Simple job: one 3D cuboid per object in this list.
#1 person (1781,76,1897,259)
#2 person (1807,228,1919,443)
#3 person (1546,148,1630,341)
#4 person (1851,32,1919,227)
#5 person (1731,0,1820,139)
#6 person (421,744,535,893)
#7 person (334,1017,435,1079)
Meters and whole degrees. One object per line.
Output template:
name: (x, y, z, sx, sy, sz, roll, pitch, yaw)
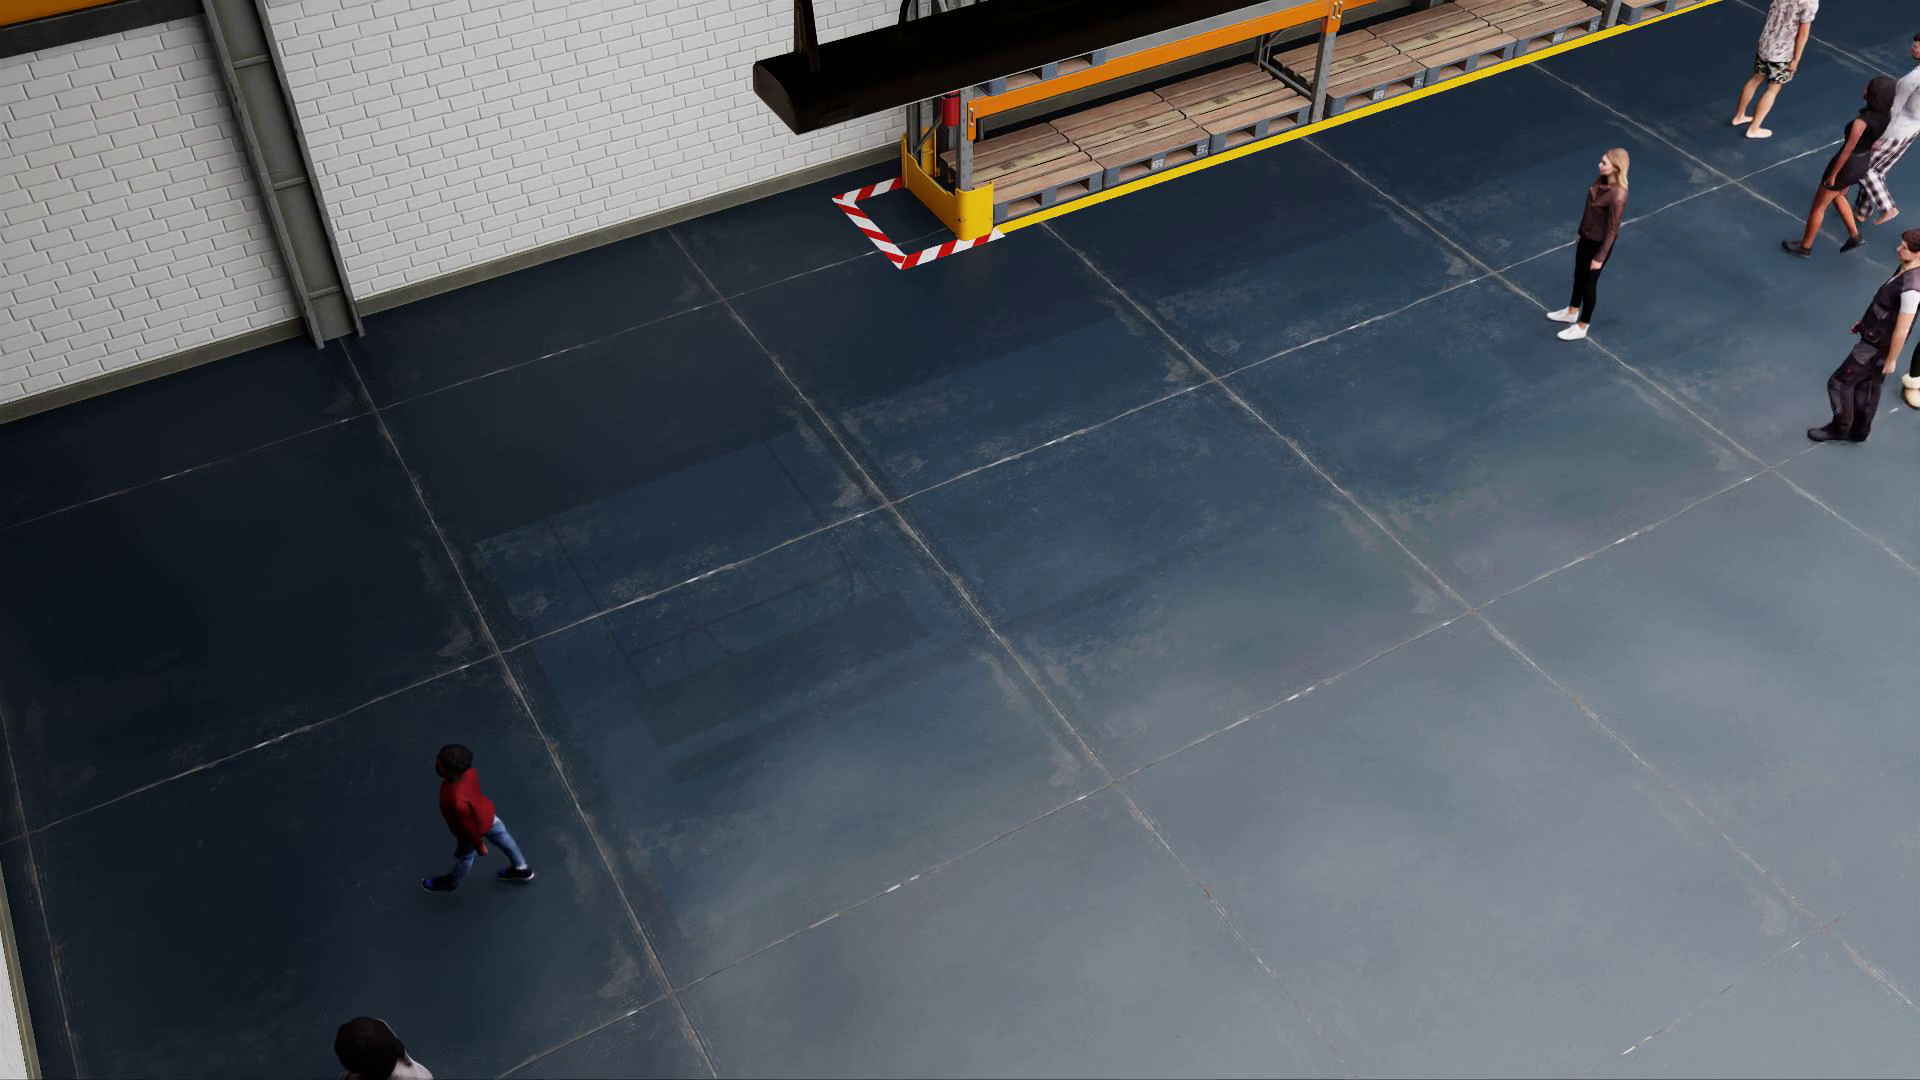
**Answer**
person: (7.578, -3.091, 14.068, 0.827, 1.725, 0.751, -30, 51, -28)
person: (6.910, -1.457, 12.278, 0.851, 1.829, 0.775, 19, 47, 19)
person: (5.097, -2.377, 13.336, 0.665, 1.703, 0.679, -1, 44, -2)
person: (8.203, -3.504, 14.426, 0.722, 1.830, 0.739, -26, 49, -24)
person: (7.711, -4.667, 15.661, 0.633, 1.811, 0.708, -14, 45, -14)
person: (-2.711, 1.601, 9.502, 0.925, 1.230, 0.751, -2, 44, -2)
person: (-2.684, 2.736, 8.032, 0.691, 1.614, 0.668, -29, 51, -27)
